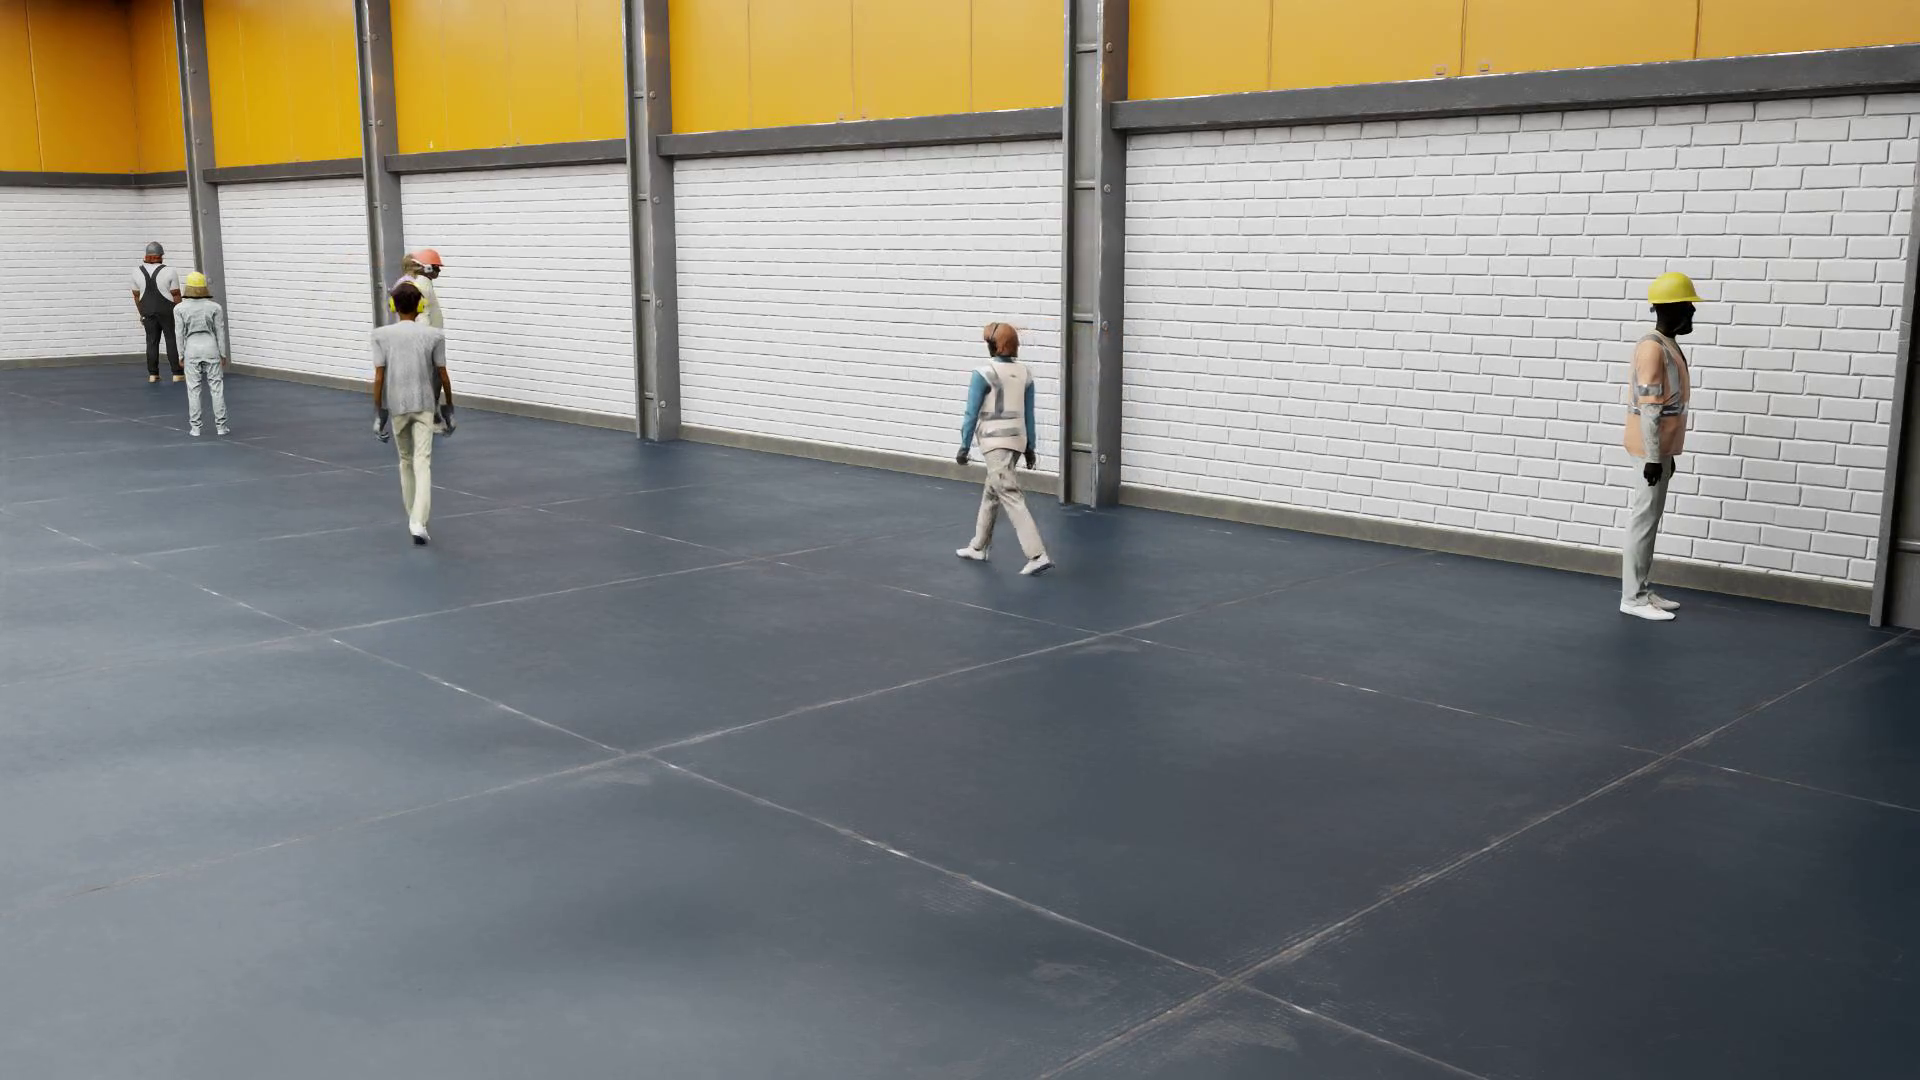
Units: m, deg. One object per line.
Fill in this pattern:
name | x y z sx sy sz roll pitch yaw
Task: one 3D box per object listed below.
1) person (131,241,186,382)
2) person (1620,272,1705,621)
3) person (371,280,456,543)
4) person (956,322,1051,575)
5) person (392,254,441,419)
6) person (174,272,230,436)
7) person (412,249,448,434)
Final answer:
person | -11.680 -3.335 24.329 0.682 2.000 0.537 0 10 -1
person | 3.913 -0.526 9.313 0.362 1.930 0.587 6 12 28
person | -3.838 -0.902 11.680 0.534 1.827 0.973 -2 11 -12
person | 0.289 -0.589 10.589 0.891 1.595 0.507 9 14 41
person | -6.341 -2.345 19.332 0.341 1.913 0.771 -8 13 -39
person | -8.109 -1.989 17.793 0.492 1.746 0.284 -5 11 -23
person | -5.732 -2.144 17.978 0.416 1.987 0.650 -4 11 -19
